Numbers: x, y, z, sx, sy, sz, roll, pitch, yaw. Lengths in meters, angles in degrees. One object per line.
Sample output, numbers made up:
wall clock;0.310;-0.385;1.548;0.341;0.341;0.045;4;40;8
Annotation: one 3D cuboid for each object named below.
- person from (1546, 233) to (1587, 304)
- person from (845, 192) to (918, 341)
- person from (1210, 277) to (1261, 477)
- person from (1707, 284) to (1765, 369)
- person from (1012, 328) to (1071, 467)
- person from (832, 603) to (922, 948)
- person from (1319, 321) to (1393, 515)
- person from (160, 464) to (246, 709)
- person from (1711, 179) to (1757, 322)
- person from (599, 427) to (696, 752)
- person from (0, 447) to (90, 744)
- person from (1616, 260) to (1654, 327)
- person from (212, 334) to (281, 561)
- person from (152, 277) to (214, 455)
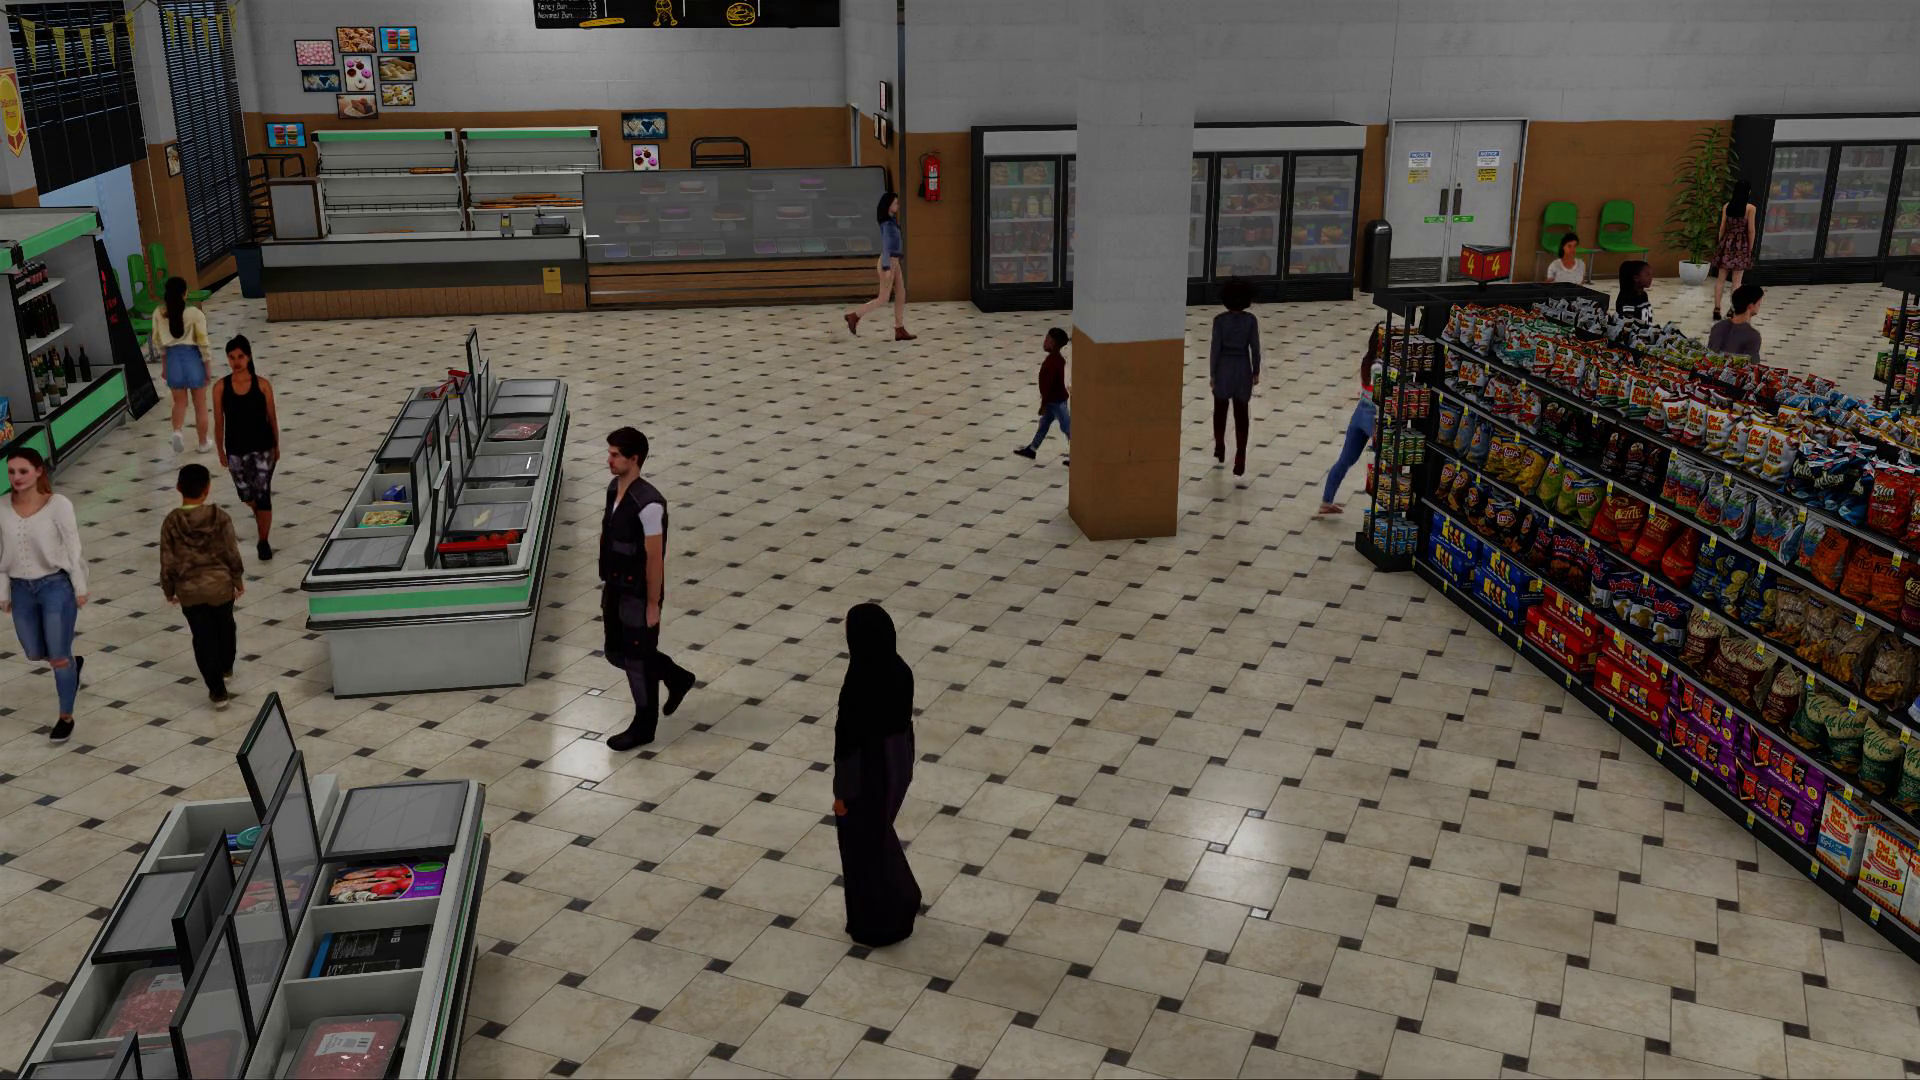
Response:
person;6.306;-2.417;17.499;0.621;1.633;0.622;-2;19;-5
person;-0.931;-3.199;19.641;0.881;1.747;1.089;2;19;6
person;2.370;-1.366;14.324;0.776;1.672;1.164;1;19;4
person;6.089;-1.112;13.313;0.735;1.835;0.594;-3;19;-9
person;0.904;-1.223;14.608;0.757;1.219;0.896;3;19;8
person;-0.319;1.045;7.273;0.887;1.608;0.832;11;22;30
person;3.170;-0.895;13.108;0.836;1.556;1.119;-7;20;-21
person;-4.419;0.300;9.765;0.782;1.427;0.946;-11;22;-30
person;9.722;-3.634;20.890;0.861;1.773;0.785;-17;25;-41
person;-1.734;0.252;9.257;0.941;1.842;0.923;-14;23;-35
person;-5.169;0.280;9.429;0.666;1.679;0.889;-2;19;-5
person;6.114;-1.686;15.181;0.770;1.729;0.712;13;22;33
person;-5.283;-0.703;12.405;0.675;1.641;1.012;-6;20;-18
person;-6.956;-1.526;14.875;0.660;1.622;0.880;-2;19;-6
